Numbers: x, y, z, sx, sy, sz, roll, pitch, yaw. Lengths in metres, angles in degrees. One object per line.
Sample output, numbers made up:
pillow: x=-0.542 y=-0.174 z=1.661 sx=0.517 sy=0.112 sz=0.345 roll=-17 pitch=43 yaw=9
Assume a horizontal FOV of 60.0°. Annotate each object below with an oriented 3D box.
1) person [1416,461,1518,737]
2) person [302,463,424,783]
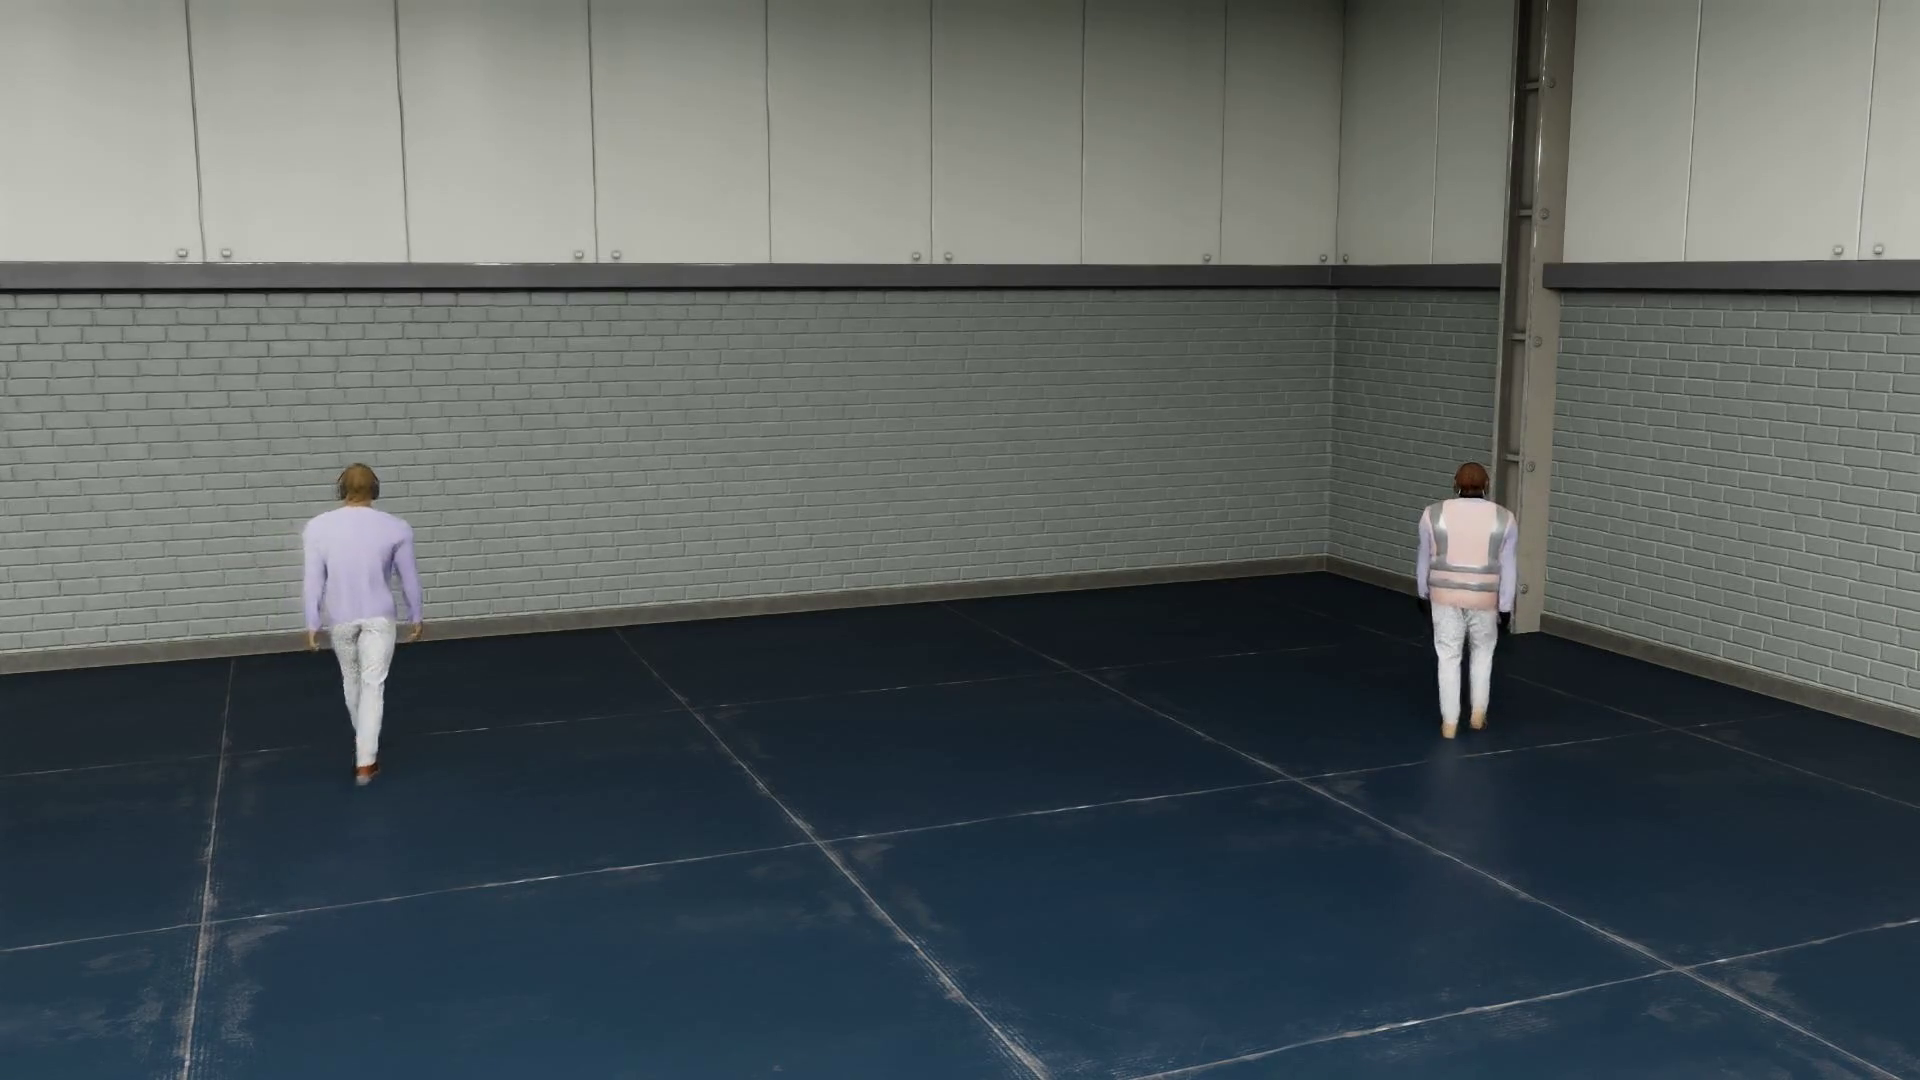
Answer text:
person: x=3.349 y=0.377 z=11.044 sx=0.640 sy=1.828 sz=0.603 roll=3 pitch=9 yaw=15
person: x=-3.634 y=0.468 z=10.232 sx=0.661 sy=1.889 sz=0.988 roll=-1 pitch=9 yaw=-8
